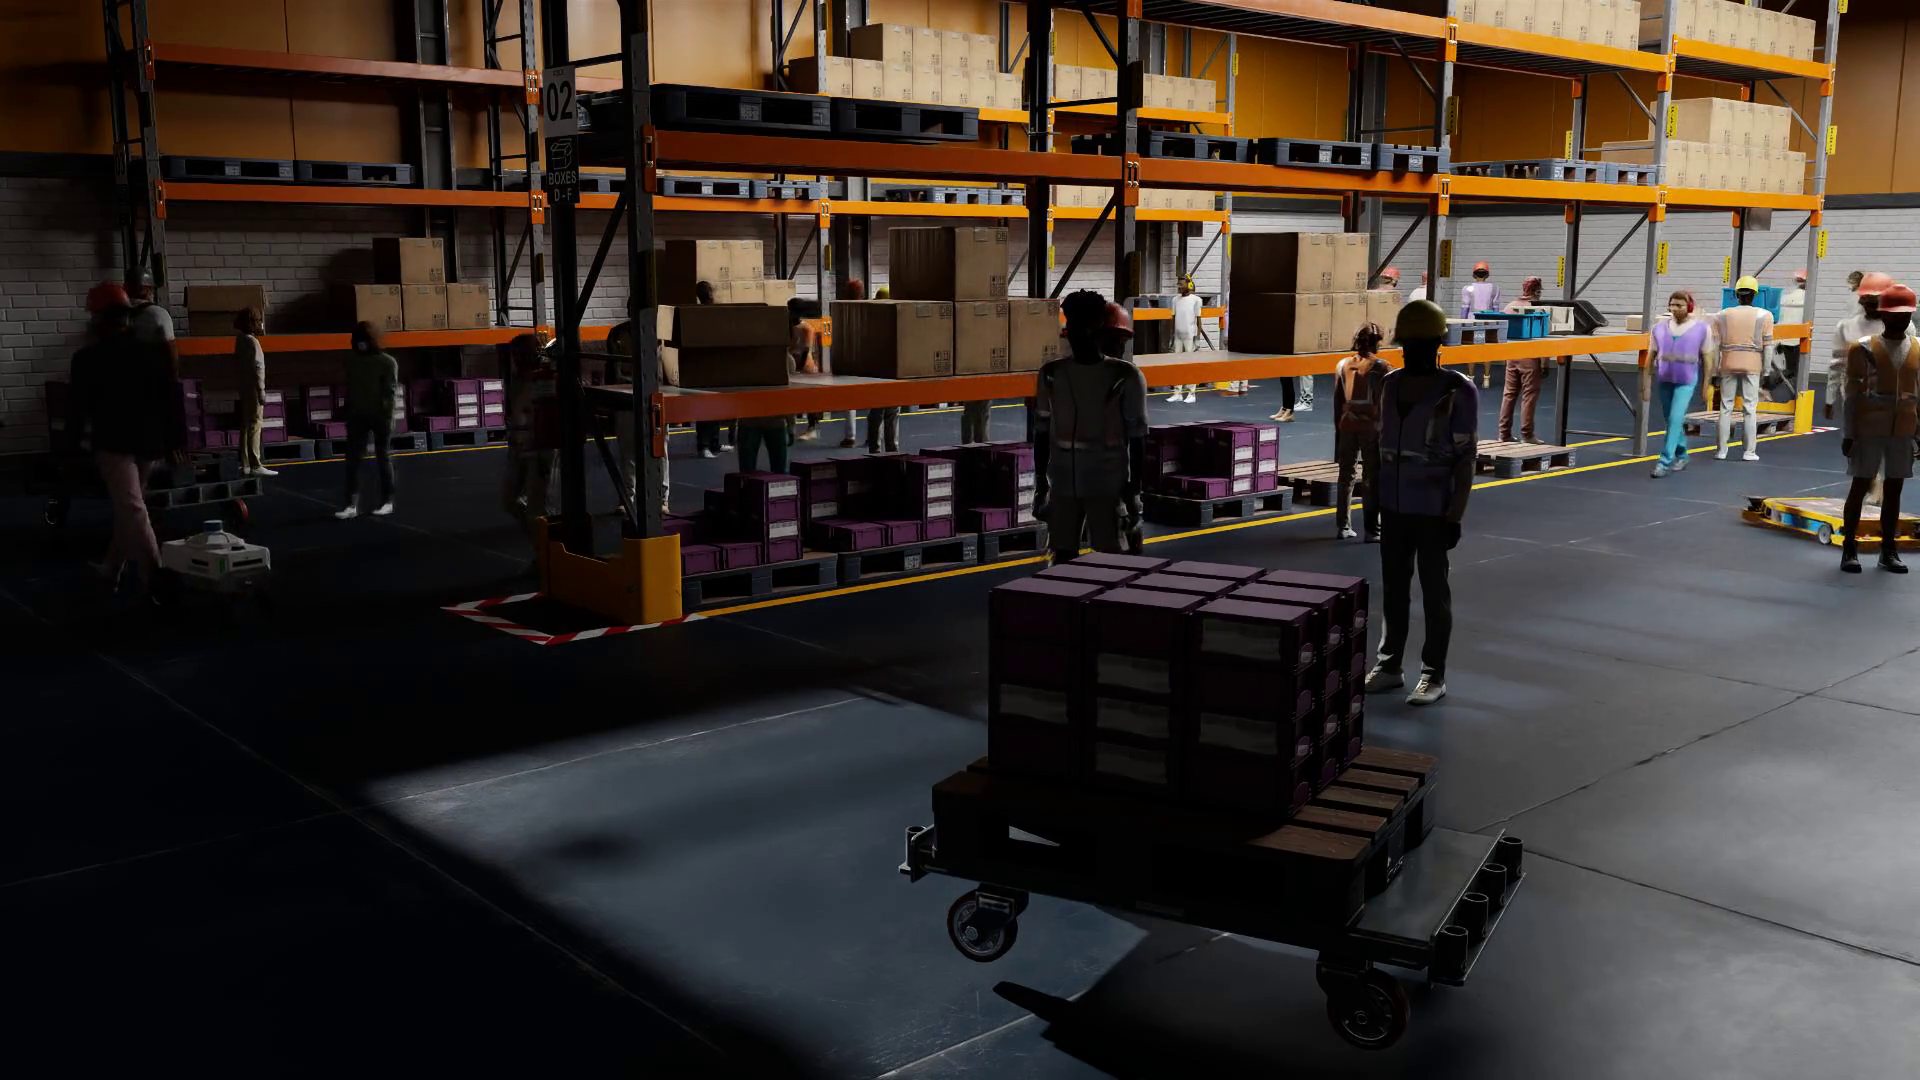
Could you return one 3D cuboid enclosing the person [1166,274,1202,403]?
[{"bbox_3d":[3.265,-2.925,24.169,0.535,1.868,0.309,8,13,41],"label":"person"}]

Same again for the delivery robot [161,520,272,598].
[{"bbox_3d":[-4.418,0.125,9.876,0.707,0.478,0.477,7,12,36],"label":"delivery robot"}]

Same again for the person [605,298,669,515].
[{"bbox_3d":[-2.610,-1.116,13.679,0.621,1.838,0.429,0,10,-1],"label":"person"}]

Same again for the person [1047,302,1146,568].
[{"bbox_3d":[0.829,-0.373,9.237,0.990,1.867,0.536,-7,12,-35],"label":"person"}]

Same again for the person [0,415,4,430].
[{"bbox_3d":[-7.698,-0.972,12.740,0.660,1.868,0.755,1,10,8],"label":"person"}]

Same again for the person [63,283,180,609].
[{"bbox_3d":[-5.168,-0.565,10.088,0.962,1.950,0.647,4,11,24],"label":"person"}]

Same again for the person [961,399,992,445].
[{"bbox_3d":[0.201,-1.615,16.640,0.404,1.819,0.592,-5,11,-26],"label":"person"}]

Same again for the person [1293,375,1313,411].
[{"bbox_3d":[4.735,-2.656,22.958,0.300,1.743,0.493,0,10,3],"label":"person"}]

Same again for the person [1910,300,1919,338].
[{"bbox_3d":[14.579,-2.973,25.134,0.502,1.633,0.280,8,12,38],"label":"person"}]

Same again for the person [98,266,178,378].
[{"bbox_3d":[-7.531,-1.518,15.425,0.689,2.000,0.538,1,10,6],"label":"person"}]

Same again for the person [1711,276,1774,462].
[{"bbox_3d":[8.106,-1.772,17.264,0.586,1.921,0.376,6,11,31],"label":"person"}]

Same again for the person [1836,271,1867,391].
[{"bbox_3d":[13.733,-3.169,25.549,0.501,1.896,0.721,3,10,17],"label":"person"}]

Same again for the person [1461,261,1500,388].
[{"bbox_3d":[8.369,-3.468,26.843,0.611,2.040,0.393,0,10,3],"label":"person"}]

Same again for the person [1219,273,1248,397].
[{"bbox_3d":[4.180,-3.120,25.131,0.362,1.936,0.632,7,12,37],"label":"person"}]

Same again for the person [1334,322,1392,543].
[{"bbox_3d":[3.001,-0.795,12.371,0.312,1.638,0.512,-8,13,-40],"label":"person"}]

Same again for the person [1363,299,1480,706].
[{"bbox_3d":[2.171,-0.181,7.937,0.369,1.925,0.586,-7,12,-36],"label":"person"}]

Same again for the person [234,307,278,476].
[{"bbox_3d":[-6.867,-1.438,16.149,0.269,1.632,0.505,-8,13,-40],"label":"person"}]

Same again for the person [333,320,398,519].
[{"bbox_3d":[-4.795,-0.960,13.406,0.518,1.599,0.733,2,10,12],"label":"person"}]

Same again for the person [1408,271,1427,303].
[{"bbox_3d":[7.252,-3.227,25.822,0.409,1.906,0.652,-5,11,-26],"label":"person"}]

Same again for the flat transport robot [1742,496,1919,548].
[{"bbox_3d":[6.645,-0.150,12.593,0.652,0.197,1.431,-1,10,-7],"label":"flat transport robot"}]

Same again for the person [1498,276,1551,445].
[{"bbox_3d":[6.423,-2.024,18.819,0.398,1.899,0.635,-6,12,-33],"label":"person"}]

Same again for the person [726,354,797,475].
[{"bbox_3d":[-1.472,-0.840,12.320,0.537,1.751,0.401,0,10,-1],"label":"person"}]

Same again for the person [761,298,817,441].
[{"bbox_3d":[-1.918,-1.916,18.900,0.546,1.648,0.809,8,13,40],"label":"person"}]

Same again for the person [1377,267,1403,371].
[{"bbox_3d":[6.669,-3.312,26.188,0.894,1.975,0.625,-7,12,-35],"label":"person"}]

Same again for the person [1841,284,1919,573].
[{"bbox_3d":[6.214,-0.738,11.162,0.548,1.937,0.358,1,10,7],"label":"person"}]

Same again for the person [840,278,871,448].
[{"bbox_3d":[-1.143,-1.961,18.478,0.584,1.883,0.337,-4,11,-24],"label":"person"}]

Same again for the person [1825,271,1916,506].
[{"bbox_3d":[7.459,-1.194,13.628,0.930,2.014,0.620,-8,13,-39],"label":"person"}]

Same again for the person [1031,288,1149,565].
[{"bbox_3d":[0.637,-0.275,8.368,0.612,1.964,0.364,5,11,28],"label":"person"}]

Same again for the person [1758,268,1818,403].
[{"bbox_3d":[11.269,-2.698,22.567,0.674,1.964,0.625,-1,10,-8],"label":"person"}]

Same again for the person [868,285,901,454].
[{"bbox_3d":[-0.730,-1.621,16.635,0.404,1.830,0.602,-8,13,-41],"label":"person"}]

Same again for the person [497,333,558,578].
[{"bbox_3d":[-2.844,-0.551,10.970,0.544,1.617,0.357,9,13,41],"label":"person"}]

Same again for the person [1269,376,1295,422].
[{"bbox_3d":[4.171,-2.354,21.338,0.319,1.692,0.533,0,10,0],"label":"person"}]

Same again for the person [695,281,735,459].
[{"bbox_3d":[-2.639,-1.783,17.490,0.386,1.868,0.783,4,10,22],"label":"person"}]

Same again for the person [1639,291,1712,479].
[{"bbox_3d":[6.956,-1.518,16.158,0.982,1.799,0.588,-9,13,-44],"label":"person"}]
